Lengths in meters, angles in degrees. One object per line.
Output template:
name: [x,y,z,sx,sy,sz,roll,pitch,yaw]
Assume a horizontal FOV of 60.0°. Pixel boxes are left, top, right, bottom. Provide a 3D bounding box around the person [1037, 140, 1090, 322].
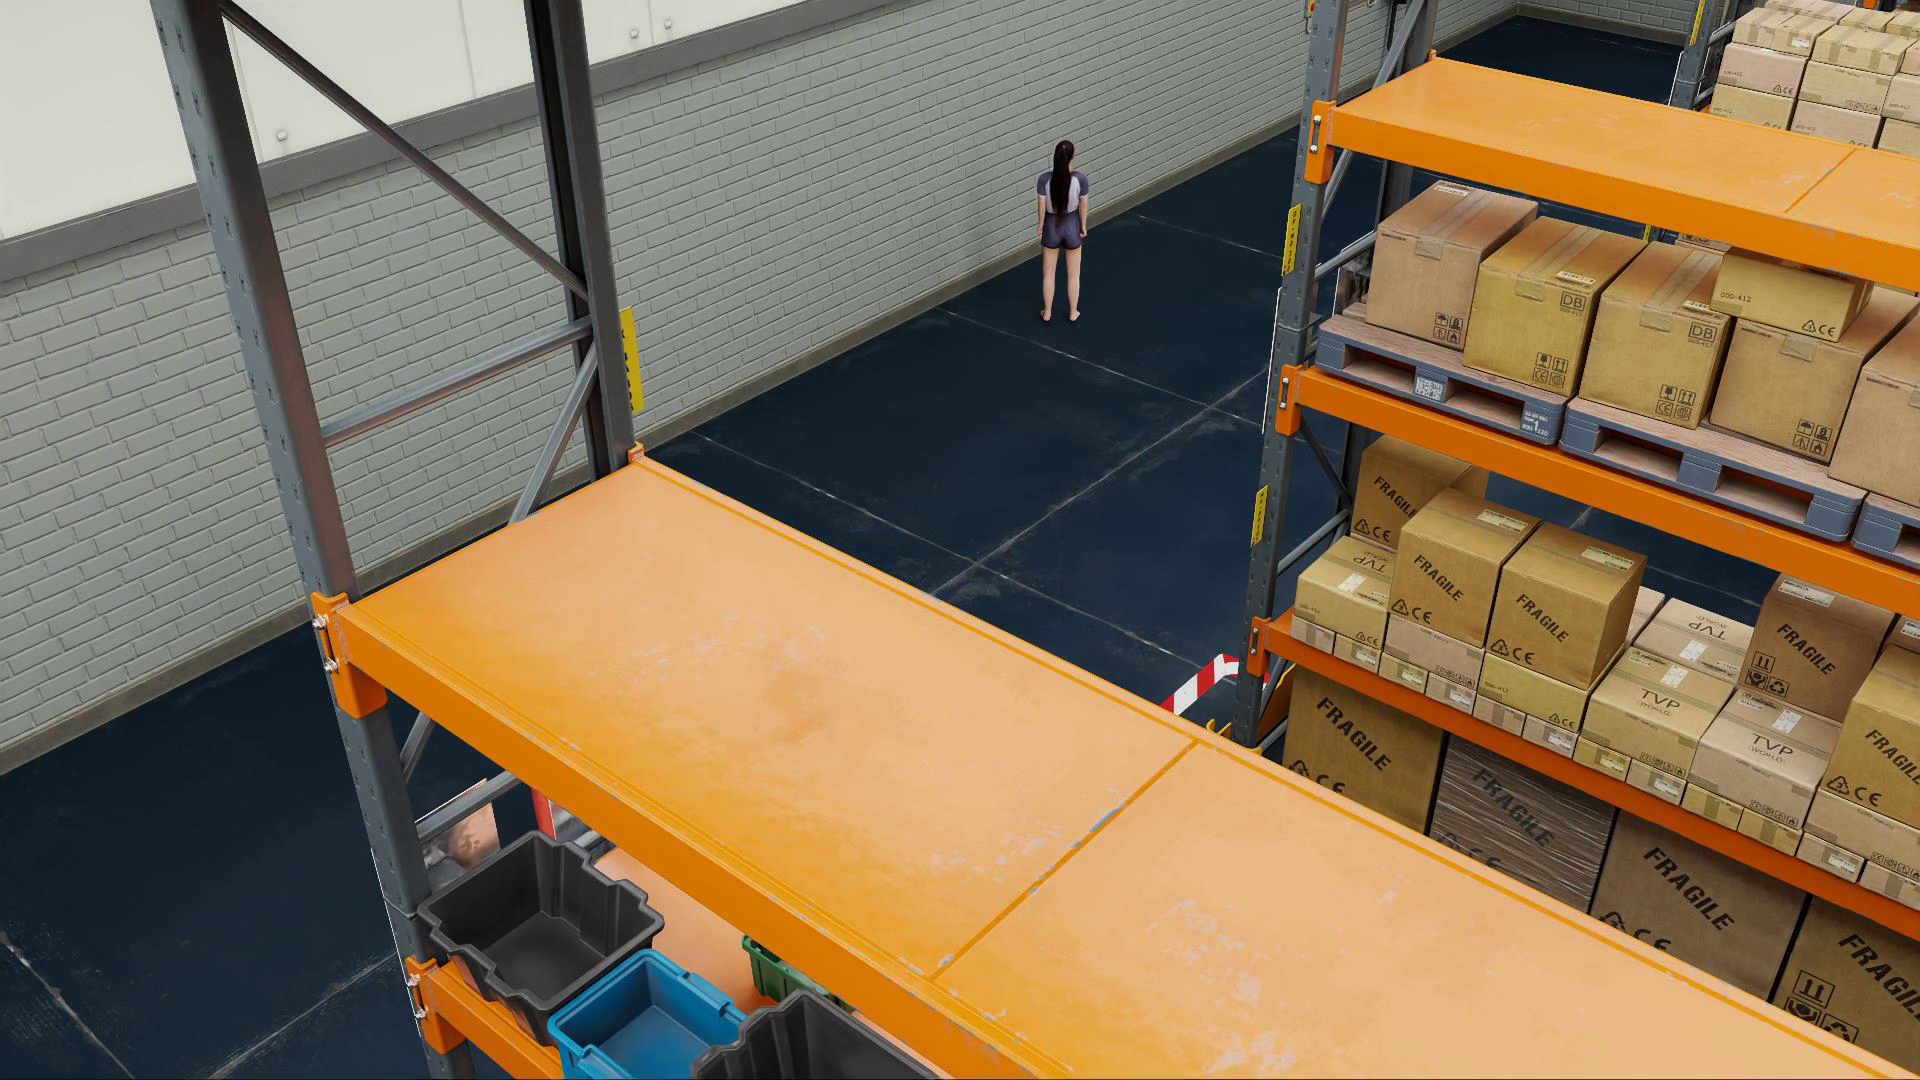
person: [0.894,-2.691,14.529,0.649,1.650,0.735,1,33,2]
